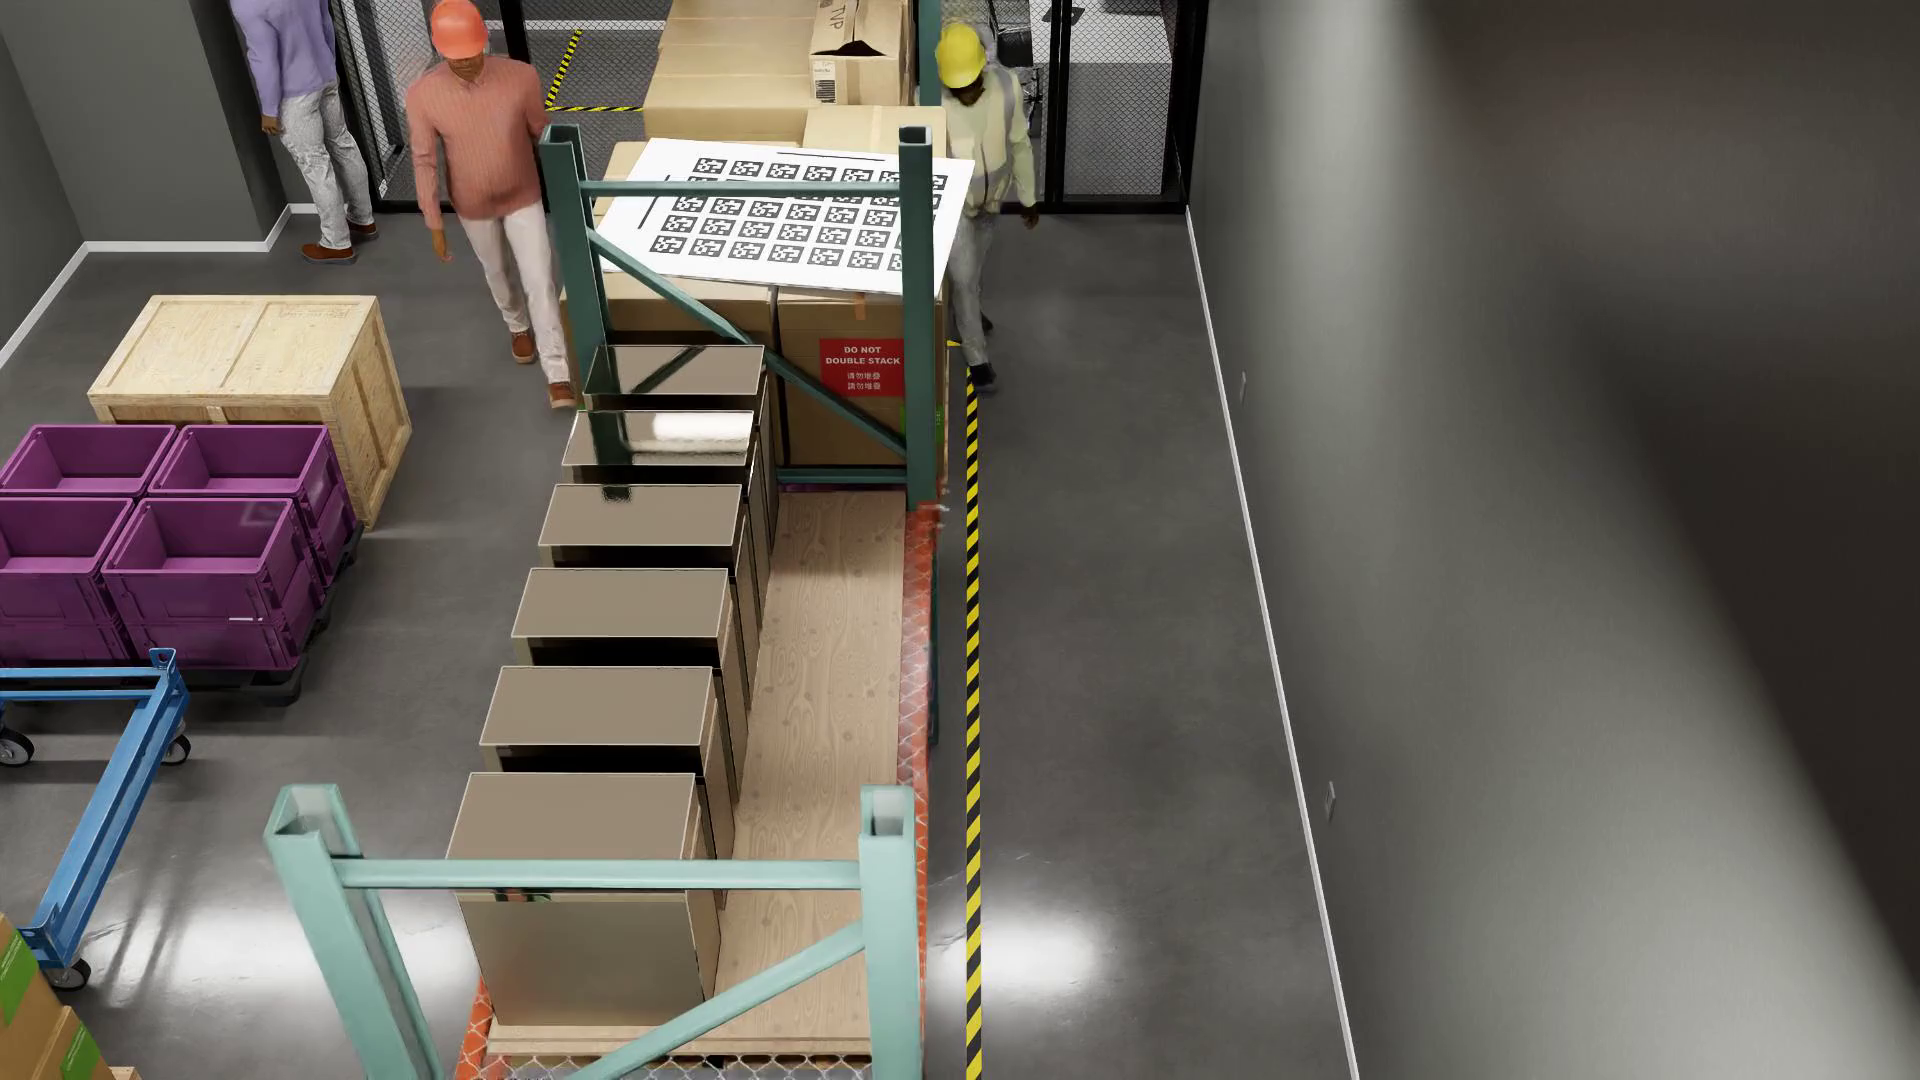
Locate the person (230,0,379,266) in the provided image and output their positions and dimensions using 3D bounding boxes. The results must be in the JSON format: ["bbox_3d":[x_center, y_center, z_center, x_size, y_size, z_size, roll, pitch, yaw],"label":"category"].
[{"bbox_3d":[-3.399,-2.339,8.562,0.371,1.938,0.630,11,42,12],"label":"person"}]

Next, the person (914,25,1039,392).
[{"bbox_3d":[0.054,-1.586,7.823,0.588,1.766,0.849,-19,45,-20],"label":"person"}]

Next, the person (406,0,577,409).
[{"bbox_3d":[-2.121,-1.507,7.600,0.660,1.941,0.995,-12,43,-13],"label":"person"}]
